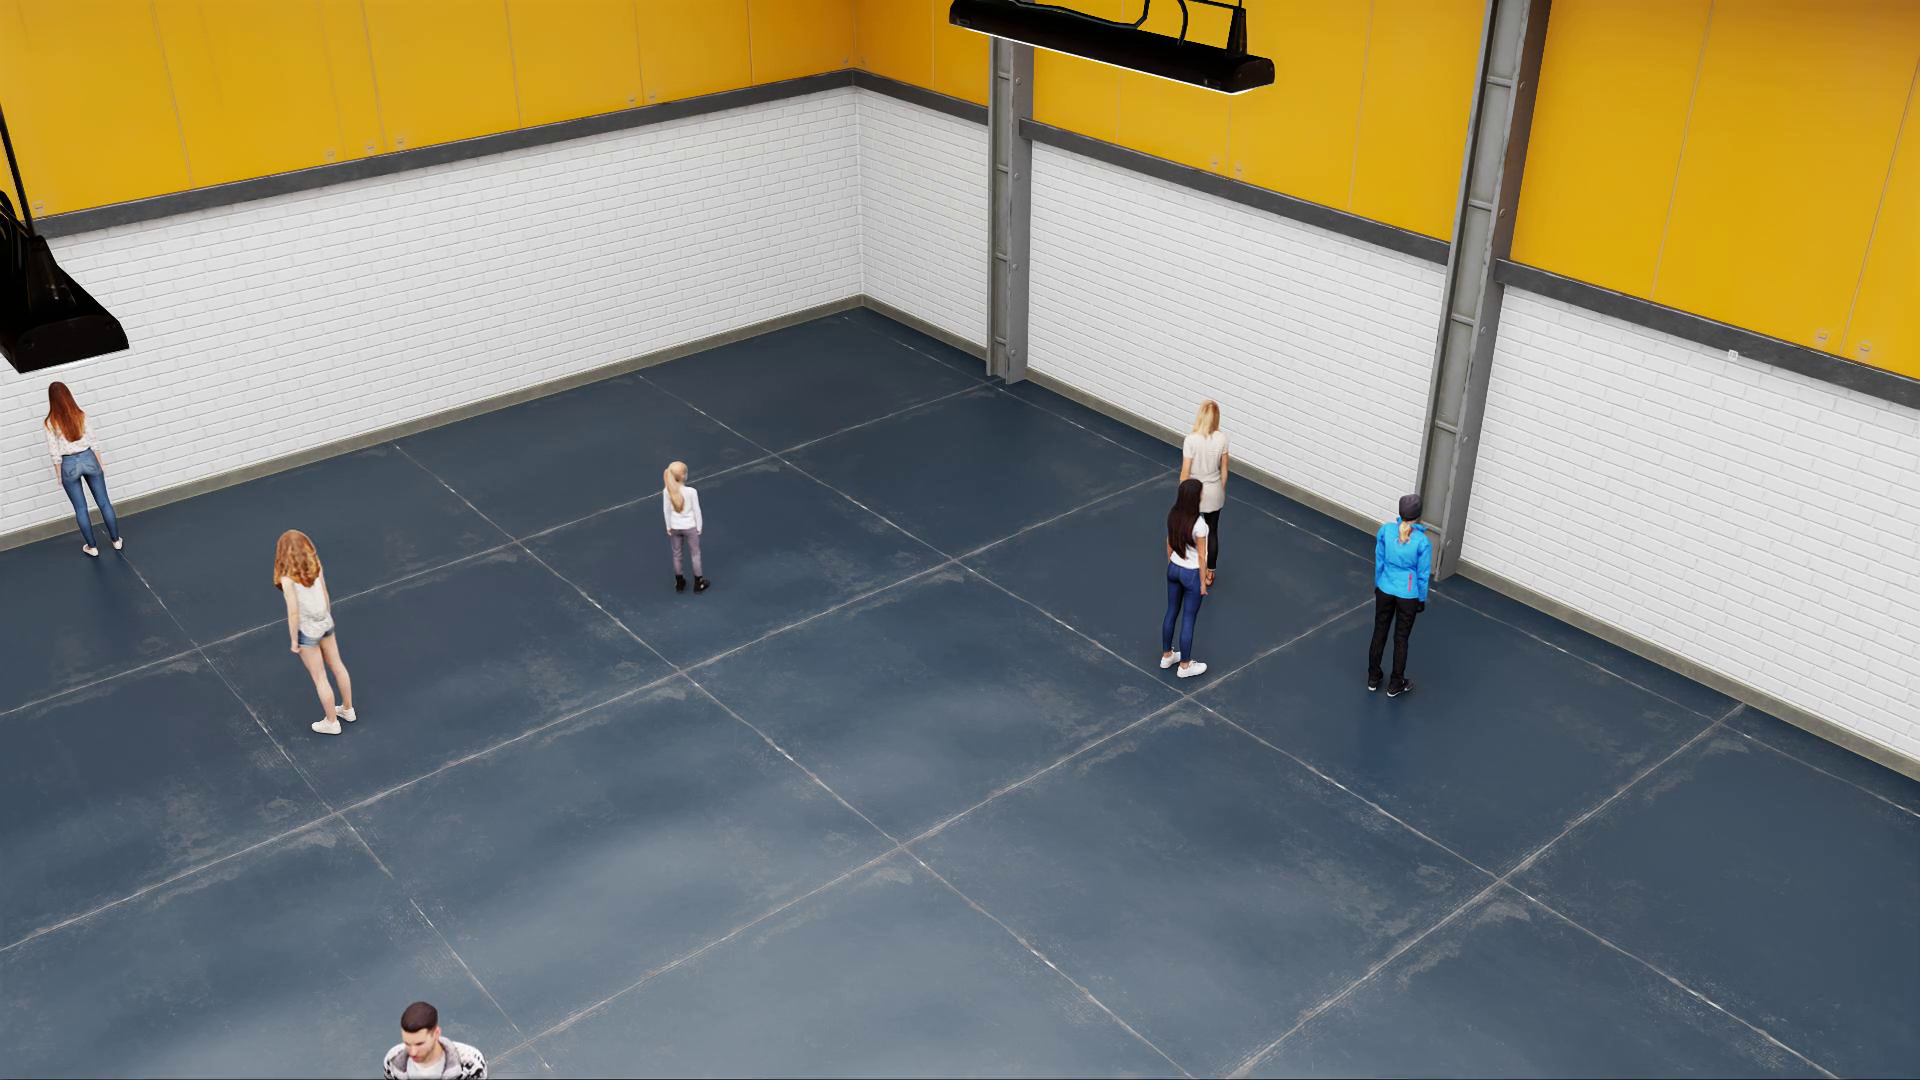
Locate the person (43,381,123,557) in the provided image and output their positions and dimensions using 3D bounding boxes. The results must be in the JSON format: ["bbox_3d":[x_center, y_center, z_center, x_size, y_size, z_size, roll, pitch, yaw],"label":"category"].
[{"bbox_3d":[-8.203,-0.674,15.494,0.579,1.728,0.500,-21,35,-33],"label":"person"}]

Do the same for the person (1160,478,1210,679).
[{"bbox_3d":[1.847,0.300,13.661,0.667,1.774,0.473,-18,34,-30],"label":"person"}]

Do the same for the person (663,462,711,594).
[{"bbox_3d":[-2.486,-0.112,14.935,0.570,1.278,0.636,4,29,8],"label":"person"}]

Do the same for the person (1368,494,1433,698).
[{"bbox_3d":[3.525,0.438,13.383,0.525,1.797,0.715,21,35,34],"label":"person"}]

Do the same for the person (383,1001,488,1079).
[{"bbox_3d":[-2.631,3.065,8.501,0.762,1.862,0.799,0,29,0],"label":"person"}]

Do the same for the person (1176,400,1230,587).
[{"bbox_3d":[2.173,-0.405,14.899,0.691,1.826,0.687,-6,29,-10],"label":"person"}]

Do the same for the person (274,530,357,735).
[{"bbox_3d":[-5.001,0.714,12.918,0.632,1.759,0.634,13,31,22],"label":"person"}]
